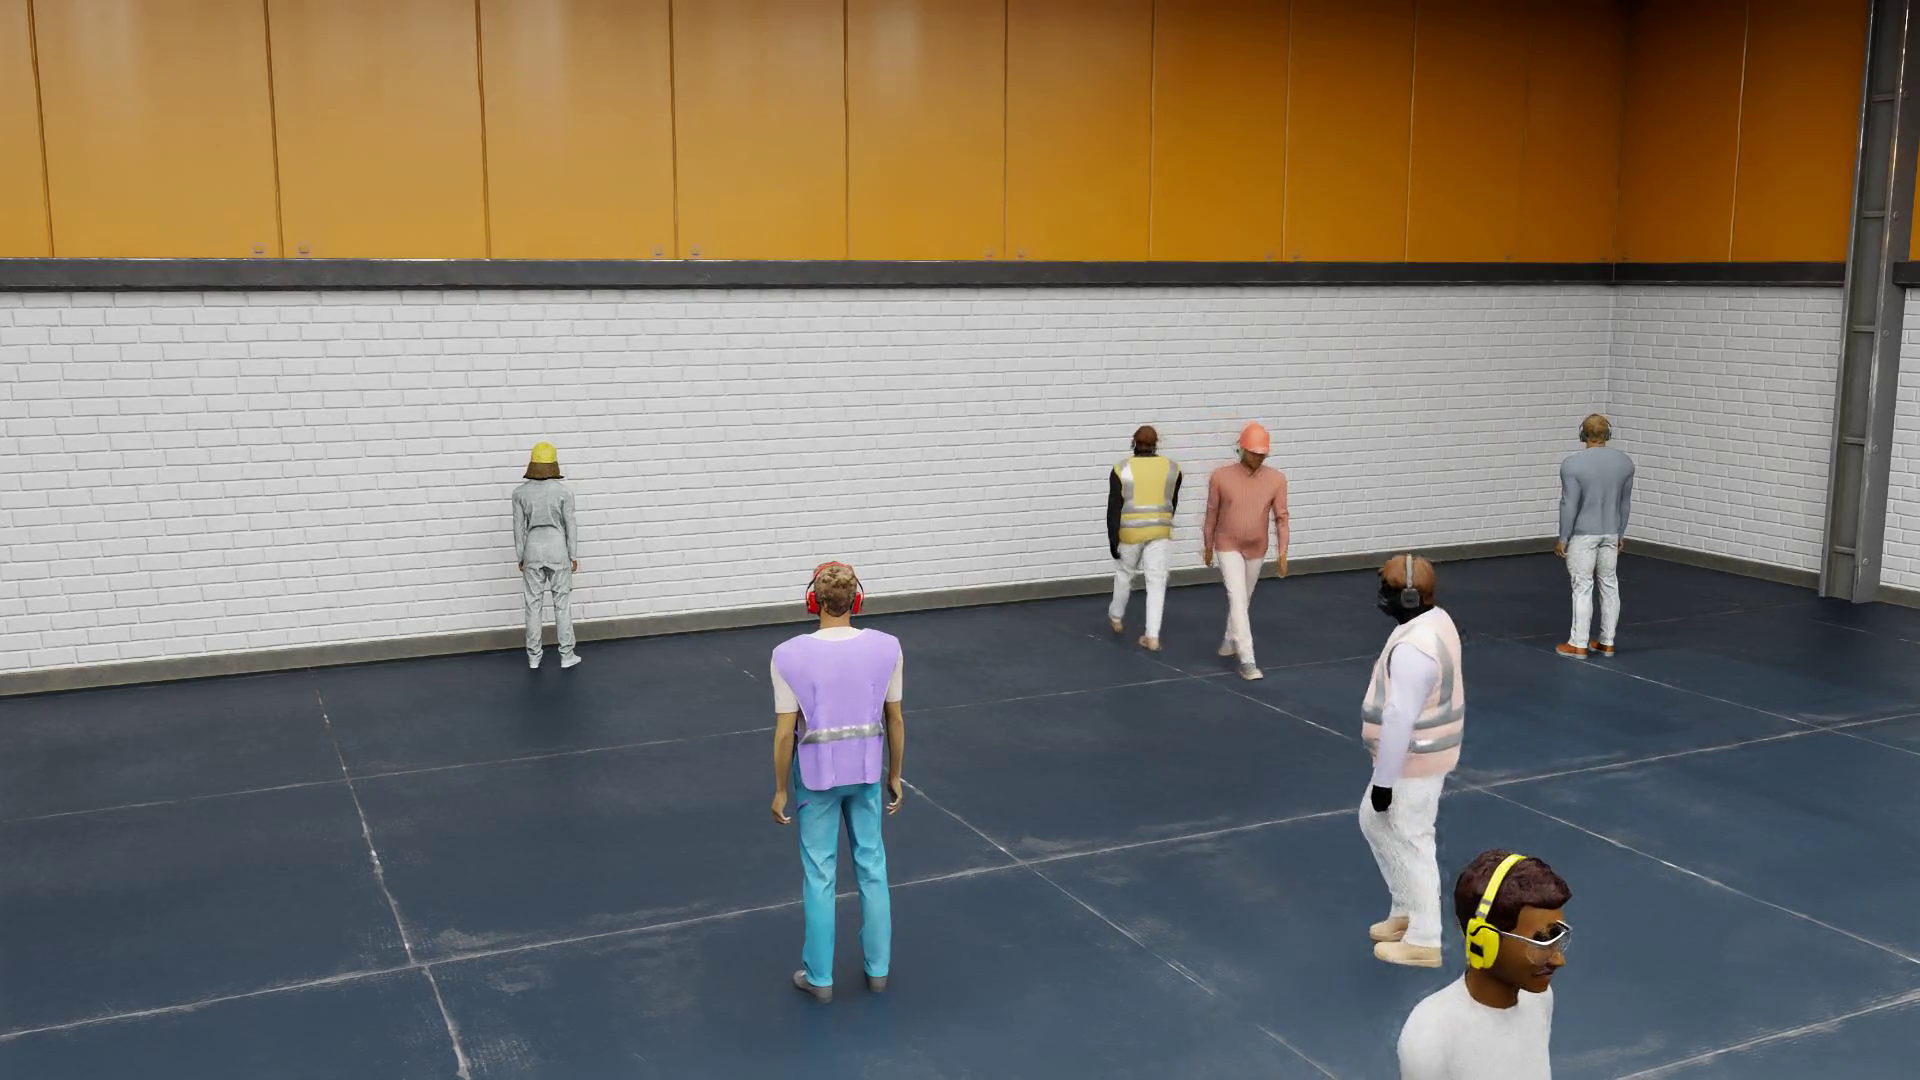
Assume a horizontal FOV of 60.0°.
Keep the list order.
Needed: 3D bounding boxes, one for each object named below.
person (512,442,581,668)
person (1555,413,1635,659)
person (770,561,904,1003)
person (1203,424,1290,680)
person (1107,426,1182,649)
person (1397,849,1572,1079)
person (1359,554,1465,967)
[{"bbox_3d":[-3.169,0.117,12.764,0.487,1.744,0.297,0,9,-2],"label":"person"},{"bbox_3d":[4.964,-0.028,13.069,0.629,1.937,0.379,-2,9,-14],"label":"person"},{"bbox_3d":[-0.500,1.008,6.919,0.571,1.843,0.372,-4,10,-21],"label":"person"},{"bbox_3d":[2.182,0.042,12.760,0.621,1.912,1.096,-1,9,-5],"label":"person"},{"bbox_3d":[1.484,-0.047,13.658,0.626,1.779,0.980,-1,9,-7],"label":"person"},{"bbox_3d":[1.132,1.553,3.590,0.557,1.875,0.643,-8,12,-41],"label":"person"},{"bbox_3d":[1.939,0.962,7.272,0.490,1.821,0.654,4,10,22],"label":"person"}]
